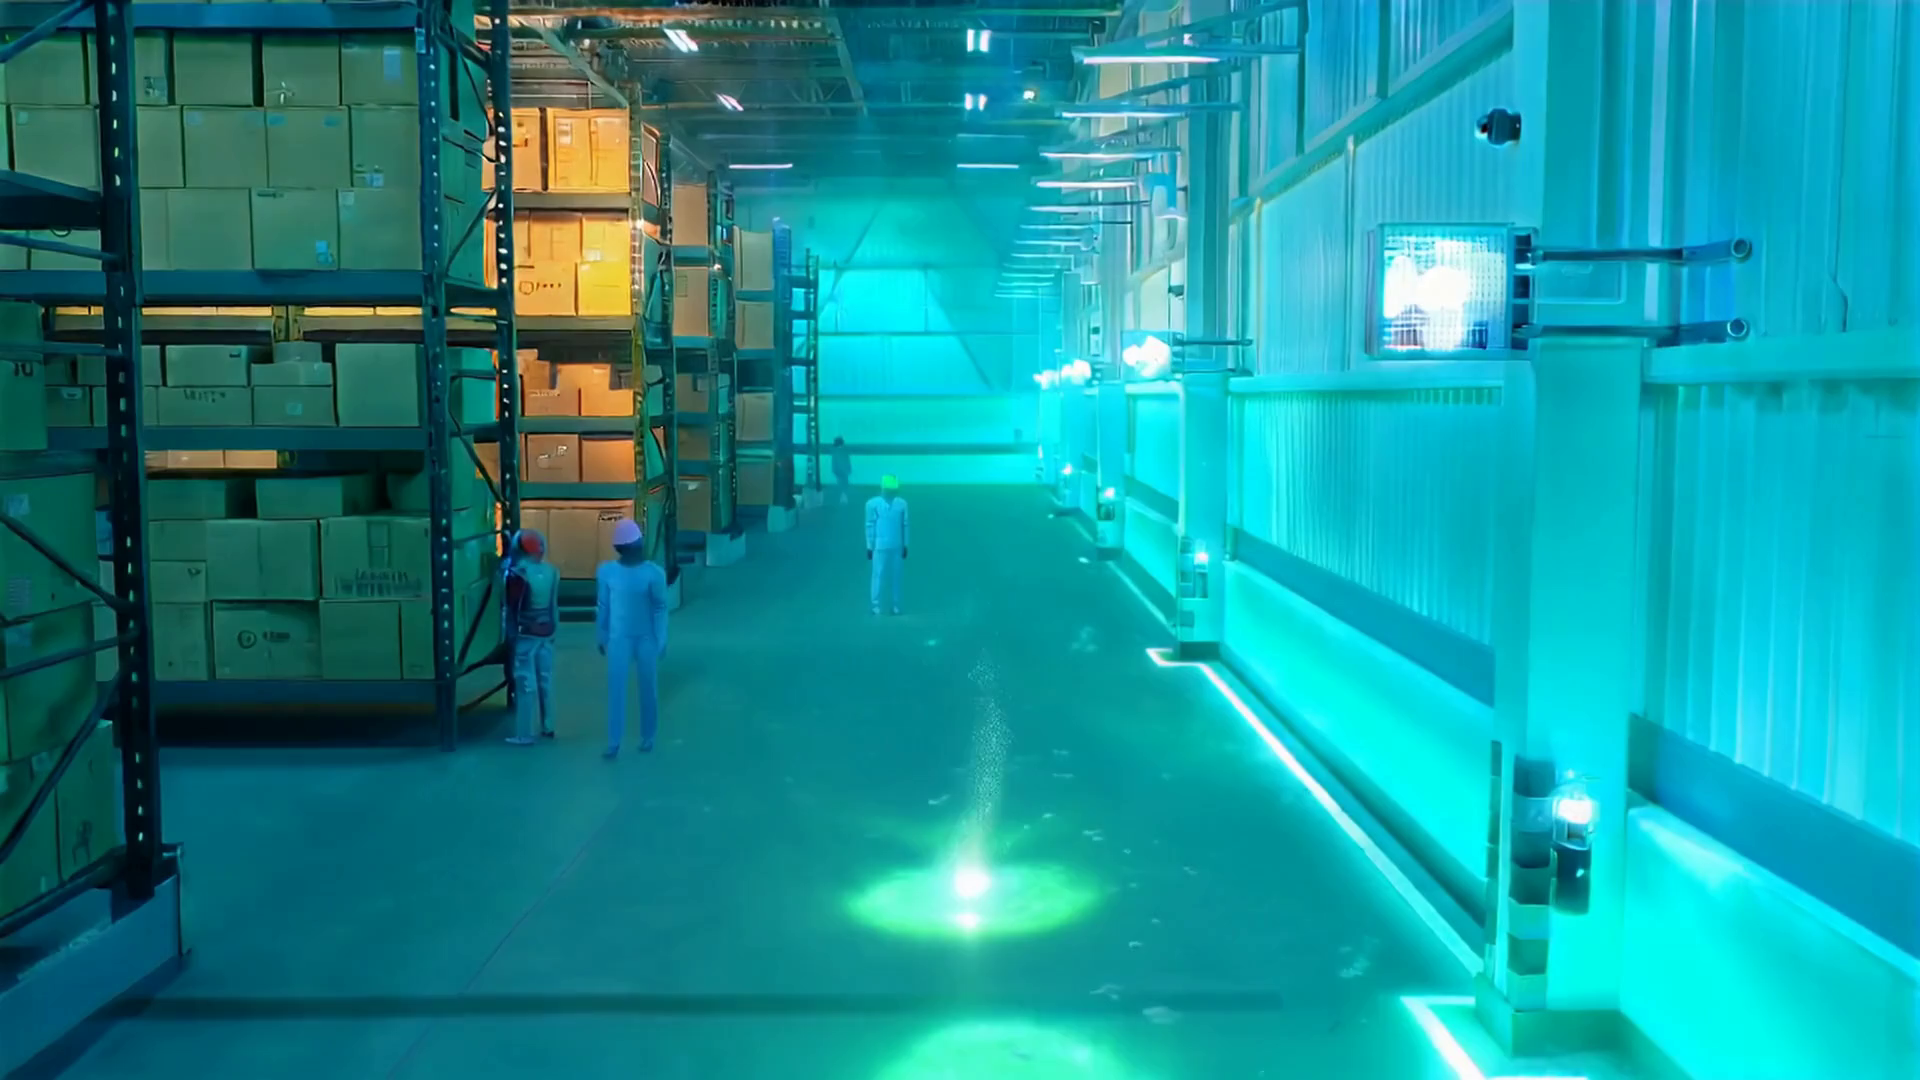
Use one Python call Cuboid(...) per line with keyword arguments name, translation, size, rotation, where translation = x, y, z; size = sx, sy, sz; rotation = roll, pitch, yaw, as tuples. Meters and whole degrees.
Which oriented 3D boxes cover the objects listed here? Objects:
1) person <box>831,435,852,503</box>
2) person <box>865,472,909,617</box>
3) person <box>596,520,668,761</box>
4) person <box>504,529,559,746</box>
Cuboid(name="person", translation=(-2.944, -1.758, 41.155), size=(0.540, 1.700, 0.566), rotation=(-2, 5, -25))
Cuboid(name="person", translation=(-0.856, 0.055, 19.851), size=(0.567, 1.740, 0.368), rotation=(-3, 6, -29))
Cuboid(name="person", translation=(-2.382, 0.725, 12.045), size=(0.547, 1.736, 0.715), rotation=(0, 5, 1))
Cuboid(name="person", translation=(-3.231, 0.732, 12.583), size=(0.312, 1.632, 0.525), rotation=(3, 6, 29))
